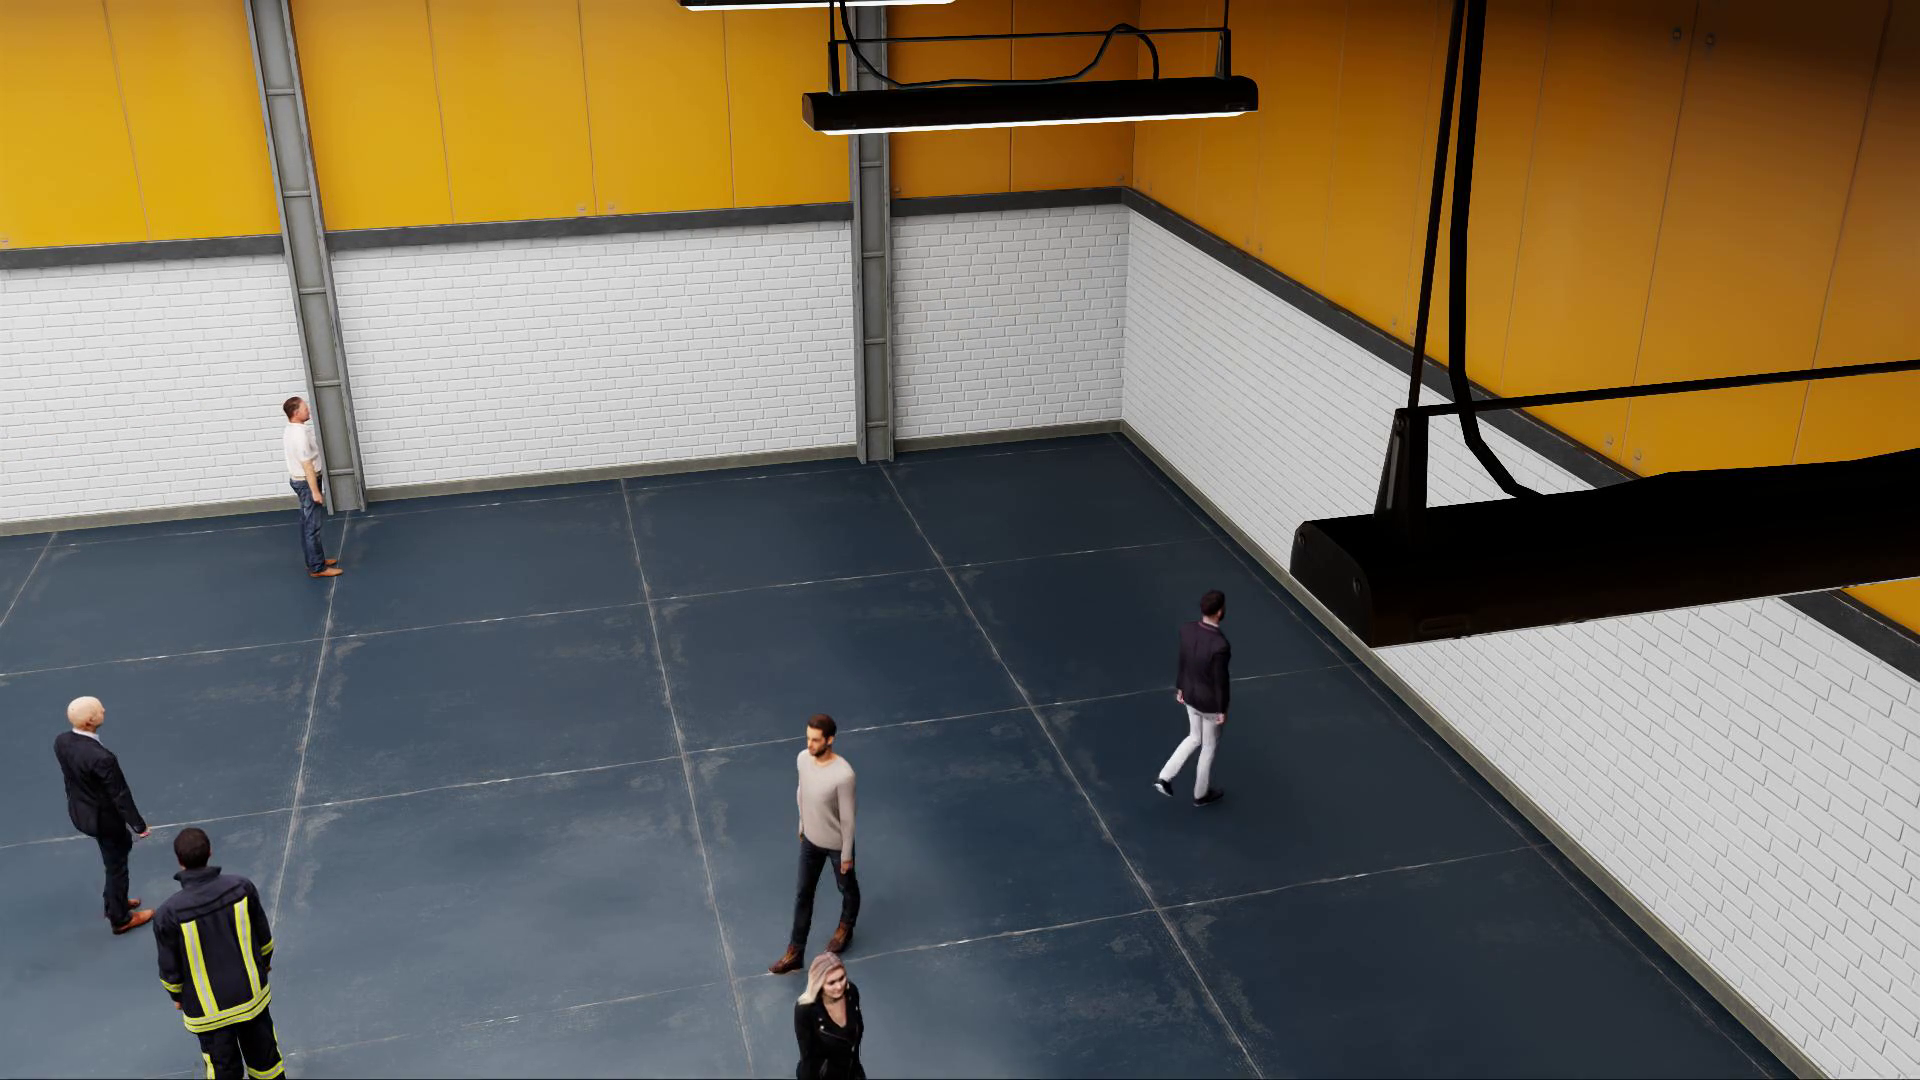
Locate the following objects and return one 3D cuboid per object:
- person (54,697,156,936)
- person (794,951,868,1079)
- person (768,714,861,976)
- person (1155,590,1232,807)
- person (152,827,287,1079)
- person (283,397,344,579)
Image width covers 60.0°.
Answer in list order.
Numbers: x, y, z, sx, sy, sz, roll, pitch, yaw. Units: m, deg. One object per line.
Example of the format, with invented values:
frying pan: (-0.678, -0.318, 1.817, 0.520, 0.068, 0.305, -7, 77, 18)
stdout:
person: (-5.812, 1.886, 11.121, 0.826, 1.791, 0.874, 14, 27, 29)
person: (-0.756, 2.892, 8.975, 0.802, 1.666, 0.819, -16, 28, -32)
person: (-0.813, 1.929, 10.954, 1.038, 1.846, 1.105, 14, 27, 28)
person: (1.775, 1.248, 12.536, 0.960, 1.825, 0.818, -15, 28, -31)
person: (-4.237, 2.505, 9.537, 0.810, 1.925, 0.956, -20, 31, -38)
person: (-6.537, -0.544, 16.598, 0.655, 1.856, 0.712, -12, 26, -26)
